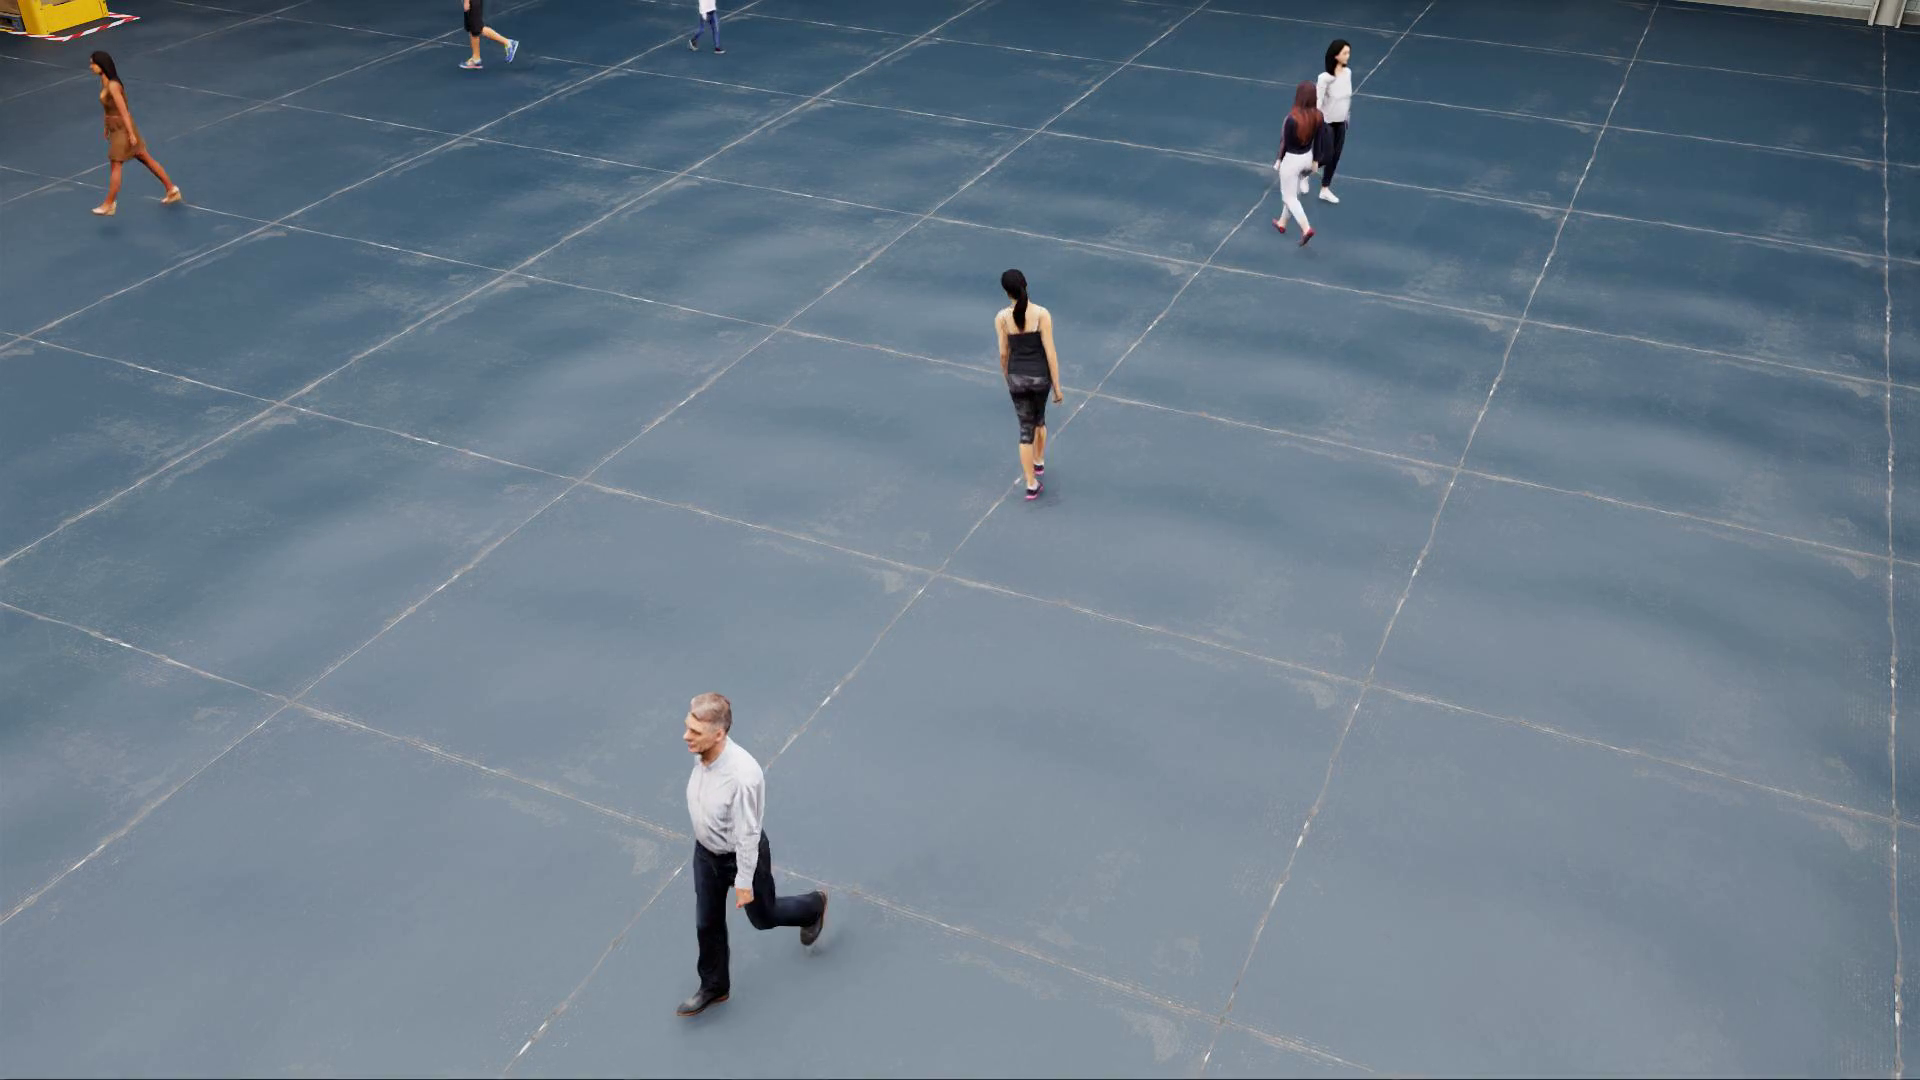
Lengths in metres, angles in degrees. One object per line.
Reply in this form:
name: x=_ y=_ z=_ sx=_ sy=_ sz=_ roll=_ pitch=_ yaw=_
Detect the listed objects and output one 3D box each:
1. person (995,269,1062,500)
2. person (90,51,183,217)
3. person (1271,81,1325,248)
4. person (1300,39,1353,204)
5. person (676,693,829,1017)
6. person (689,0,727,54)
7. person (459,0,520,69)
person: x=0.506 y=-1.093 z=12.039 sx=0.906 sy=1.688 sz=0.887 roll=9 pitch=33 yaw=13
person: x=-8.390 y=-4.112 z=16.875 sx=1.005 sy=1.635 sz=1.099 roll=-20 pitch=37 yaw=-29
person: x=3.295 y=-3.629 z=16.158 sx=0.972 sy=1.582 sz=1.100 roll=-16 pitch=35 yaw=-23
person: x=3.772 y=-4.336 z=17.179 sx=0.768 sy=1.690 sz=0.838 roll=-25 pitch=40 yaw=-33
person: x=-1.011 y=1.450 z=7.907 sx=1.168 sy=1.797 sz=0.964 roll=28 pitch=42 yaw=37
person: x=-3.376 y=-6.987 z=21.936 sx=0.799 sy=1.098 sz=0.523 roll=20 pitch=37 yaw=28
person: x=-6.085 y=-6.883 z=21.064 sx=1.123 sy=1.852 sz=0.964 roll=-4 pitch=32 yaw=-7
